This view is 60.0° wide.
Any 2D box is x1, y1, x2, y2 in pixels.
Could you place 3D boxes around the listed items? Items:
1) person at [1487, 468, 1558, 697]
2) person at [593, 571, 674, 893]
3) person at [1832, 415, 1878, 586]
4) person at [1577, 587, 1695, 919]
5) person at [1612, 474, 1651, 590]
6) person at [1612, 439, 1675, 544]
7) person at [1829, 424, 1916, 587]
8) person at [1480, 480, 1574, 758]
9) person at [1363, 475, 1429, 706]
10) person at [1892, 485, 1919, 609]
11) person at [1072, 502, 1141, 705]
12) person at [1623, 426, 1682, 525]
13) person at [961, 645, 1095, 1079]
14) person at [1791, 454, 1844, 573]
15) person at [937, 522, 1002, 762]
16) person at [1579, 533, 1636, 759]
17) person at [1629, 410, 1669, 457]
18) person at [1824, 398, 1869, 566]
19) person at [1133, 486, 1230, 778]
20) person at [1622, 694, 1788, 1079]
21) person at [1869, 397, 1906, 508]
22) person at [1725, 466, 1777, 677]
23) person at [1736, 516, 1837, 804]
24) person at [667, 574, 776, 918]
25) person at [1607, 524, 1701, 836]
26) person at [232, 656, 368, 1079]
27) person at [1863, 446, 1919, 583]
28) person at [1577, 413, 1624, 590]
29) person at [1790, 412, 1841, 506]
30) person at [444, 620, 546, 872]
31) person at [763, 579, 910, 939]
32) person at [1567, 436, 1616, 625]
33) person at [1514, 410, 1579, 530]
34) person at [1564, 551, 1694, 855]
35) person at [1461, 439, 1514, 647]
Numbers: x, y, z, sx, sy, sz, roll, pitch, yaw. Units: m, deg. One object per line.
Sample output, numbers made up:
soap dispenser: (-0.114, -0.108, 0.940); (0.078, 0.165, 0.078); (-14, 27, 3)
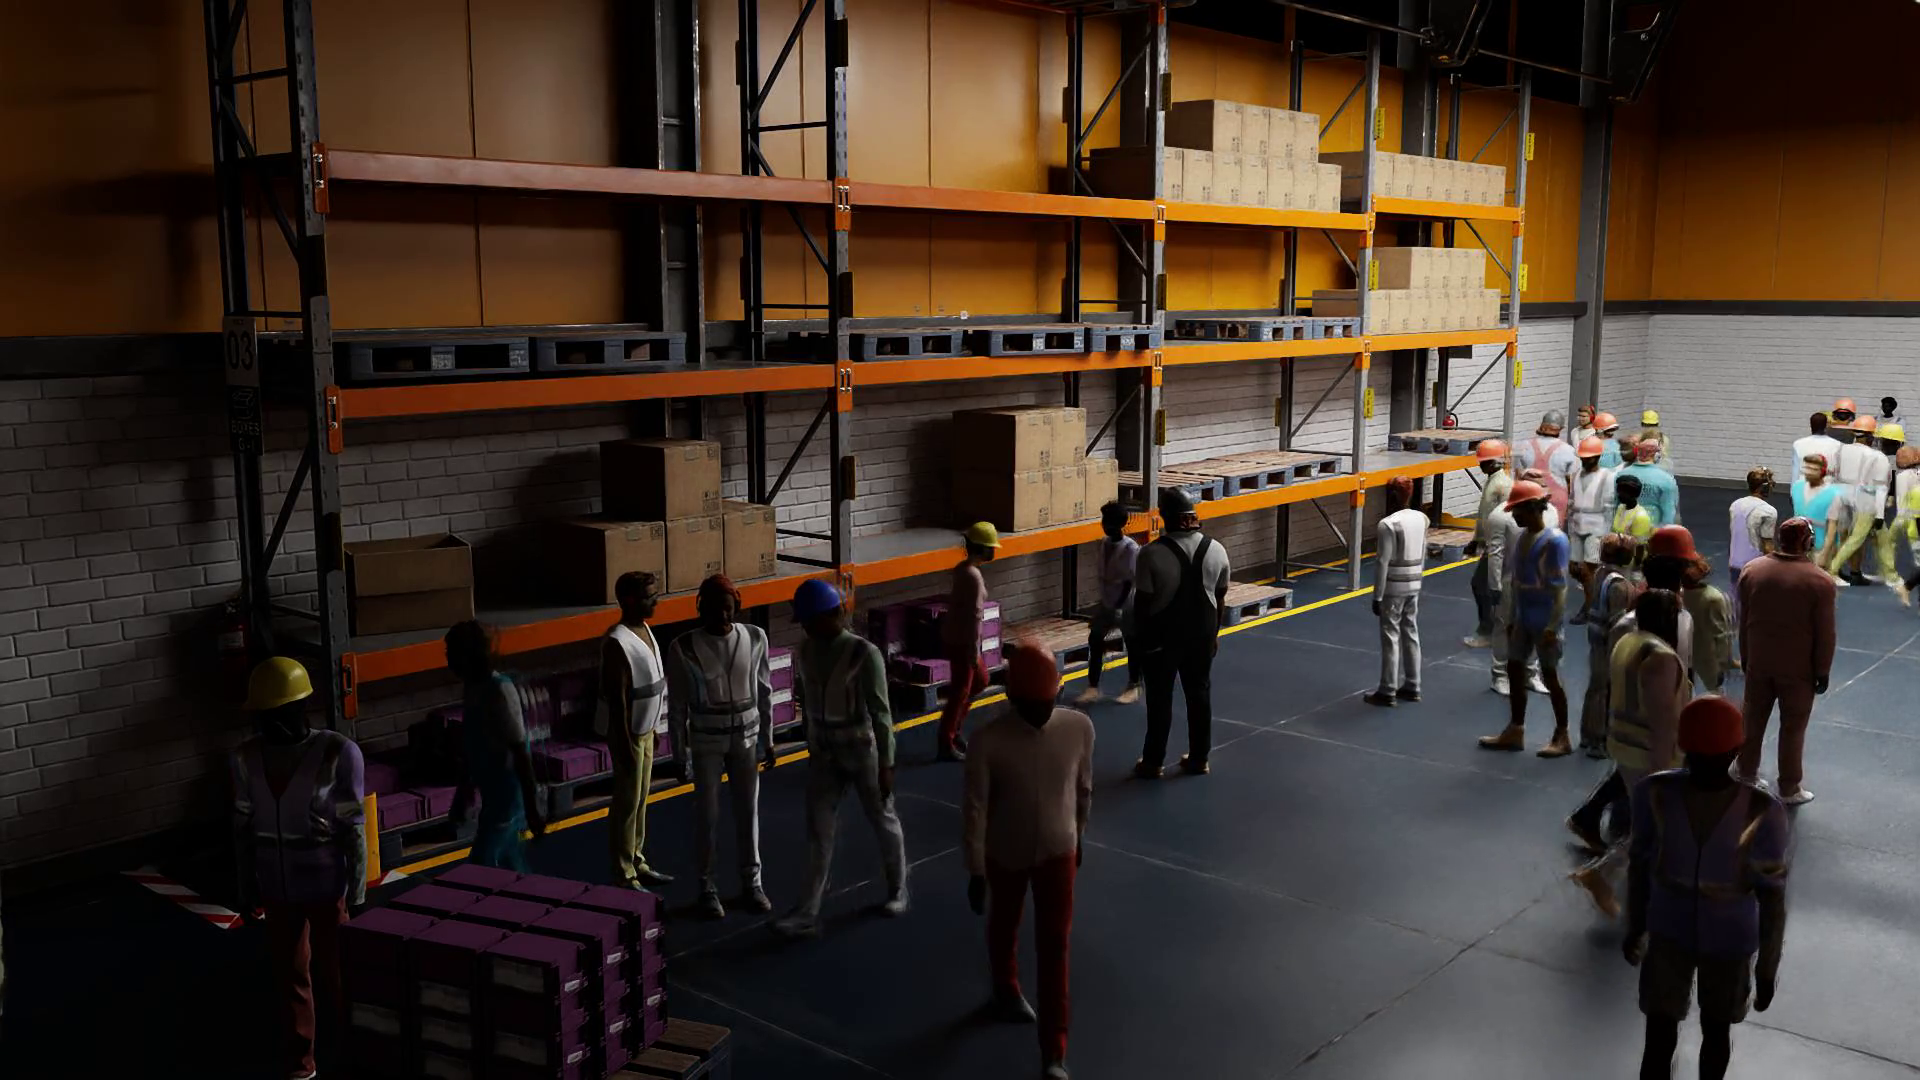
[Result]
person: (4.681, 0.350, 13.786); (0.644, 1.900, 0.399); (-2, 9, -15)
person: (-1.823, 1.079, 9.236); (0.388, 1.847, 0.563); (1, 9, 4)
person: (10.150, -0.445, 18.822); (0.386, 1.929, 0.543); (-4, 10, -24)
person: (3.625, 1.156, 8.859); (0.526, 1.812, 0.654); (1, 9, 6)
person: (6.114, 0.236, 15.180); (0.341, 1.683, 0.587); (-1, 9, -4)
person: (6.724, -0.047, 16.357); (0.395, 1.900, 0.653); (-6, 10, -33)
person: (10.194, -0.376, 18.589); (0.960, 1.873, 0.599); (4, 10, 23)
person: (4.155, 0.582, 12.021); (0.530, 2.011, 0.654); (-3, 9, -17)
person: (3.542, 0.408, 13.474); (0.586, 1.880, 0.357); (-7, 11, -36)
person: (9.812, -0.025, 16.896); (0.545, 1.680, 0.567); (-5, 10, -31)
person: (1.194, 0.529, 13.324); (0.708, 1.666, 0.530); (-7, 11, -39)
person: (7.397, -0.281, 17.900); (0.993, 1.889, 0.628); (-3, 9, -20)
person: (0.288, 1.355, 7.300); (0.623, 1.903, 1.111); (-2, 9, -10)
person: (7.939, 0.091, 15.690); (0.772, 1.814, 0.611); (-3, 9, -17)
person: (0.055, 0.729, 11.867); (0.494, 1.731, 0.546); (-1, 9, -10)
person: (4.687, 0.758, 12.004); (0.312, 1.631, 0.514); (1, 9, 9)
person: (8.995, -0.826, 21.809); (0.525, 1.762, 0.340); (3, 9, 21)
person: (10.603, -0.695, 20.102); (0.613, 2.033, 0.411); (5, 10, 29)
person: (1.496, 0.625, 11.548); (0.681, 2.000, 0.535); (-3, 9, -17)
person: (2.753, 1.523, 6.219); (0.574, 1.891, 0.949); (6, 10, 32)
person: (14.067, -1.335, 25.286); (0.322, 1.697, 0.532); (-6, 11, -33)
person: (6.884, 0.274, 14.488); (0.350, 1.837, 0.502); (-3, 9, -17)
person: (5.461, 0.786, 10.991); (0.397, 1.900, 0.635); (-7, 11, -37)
person: (-1.283, 1.106, 8.982); (0.588, 1.878, 0.371); (-5, 10, -27)
person: (4.327, 0.885, 10.118); (0.726, 1.960, 0.631); (8, 12, 41)
person: (-2.720, 1.416, 6.857); (0.586, 1.920, 0.384); (2, 9, 11)
person: (10.704, -0.261, 18.690); (0.531, 1.599, 0.802); (-5, 10, -31)
person: (7.140, -0.416, 18.460); (0.615, 1.986, 0.413); (-3, 9, -21)
person: (10.321, -0.599, 20.034); (0.595, 1.871, 1.002); (2, 9, 15)
person: (-2.283, 1.275, 8.092); (0.495, 1.817, 0.528); (-5, 10, -29)
person: (-0.595, 1.140, 8.755); (0.724, 1.877, 0.976); (5, 10, 31)
person: (6.323, -0.102, 16.670); (0.518, 1.911, 0.542); (-6, 10, -33)
person: (6.607, -0.474, 18.632); (0.691, 2.000, 0.790); (6, 11, 36)
person: (3.933, 0.986, 9.635); (0.649, 1.915, 0.910); (-6, 11, -33)
person: (4.982, 0.029, 15.659); (0.696, 1.951, 0.606); (2, 9, 11)
